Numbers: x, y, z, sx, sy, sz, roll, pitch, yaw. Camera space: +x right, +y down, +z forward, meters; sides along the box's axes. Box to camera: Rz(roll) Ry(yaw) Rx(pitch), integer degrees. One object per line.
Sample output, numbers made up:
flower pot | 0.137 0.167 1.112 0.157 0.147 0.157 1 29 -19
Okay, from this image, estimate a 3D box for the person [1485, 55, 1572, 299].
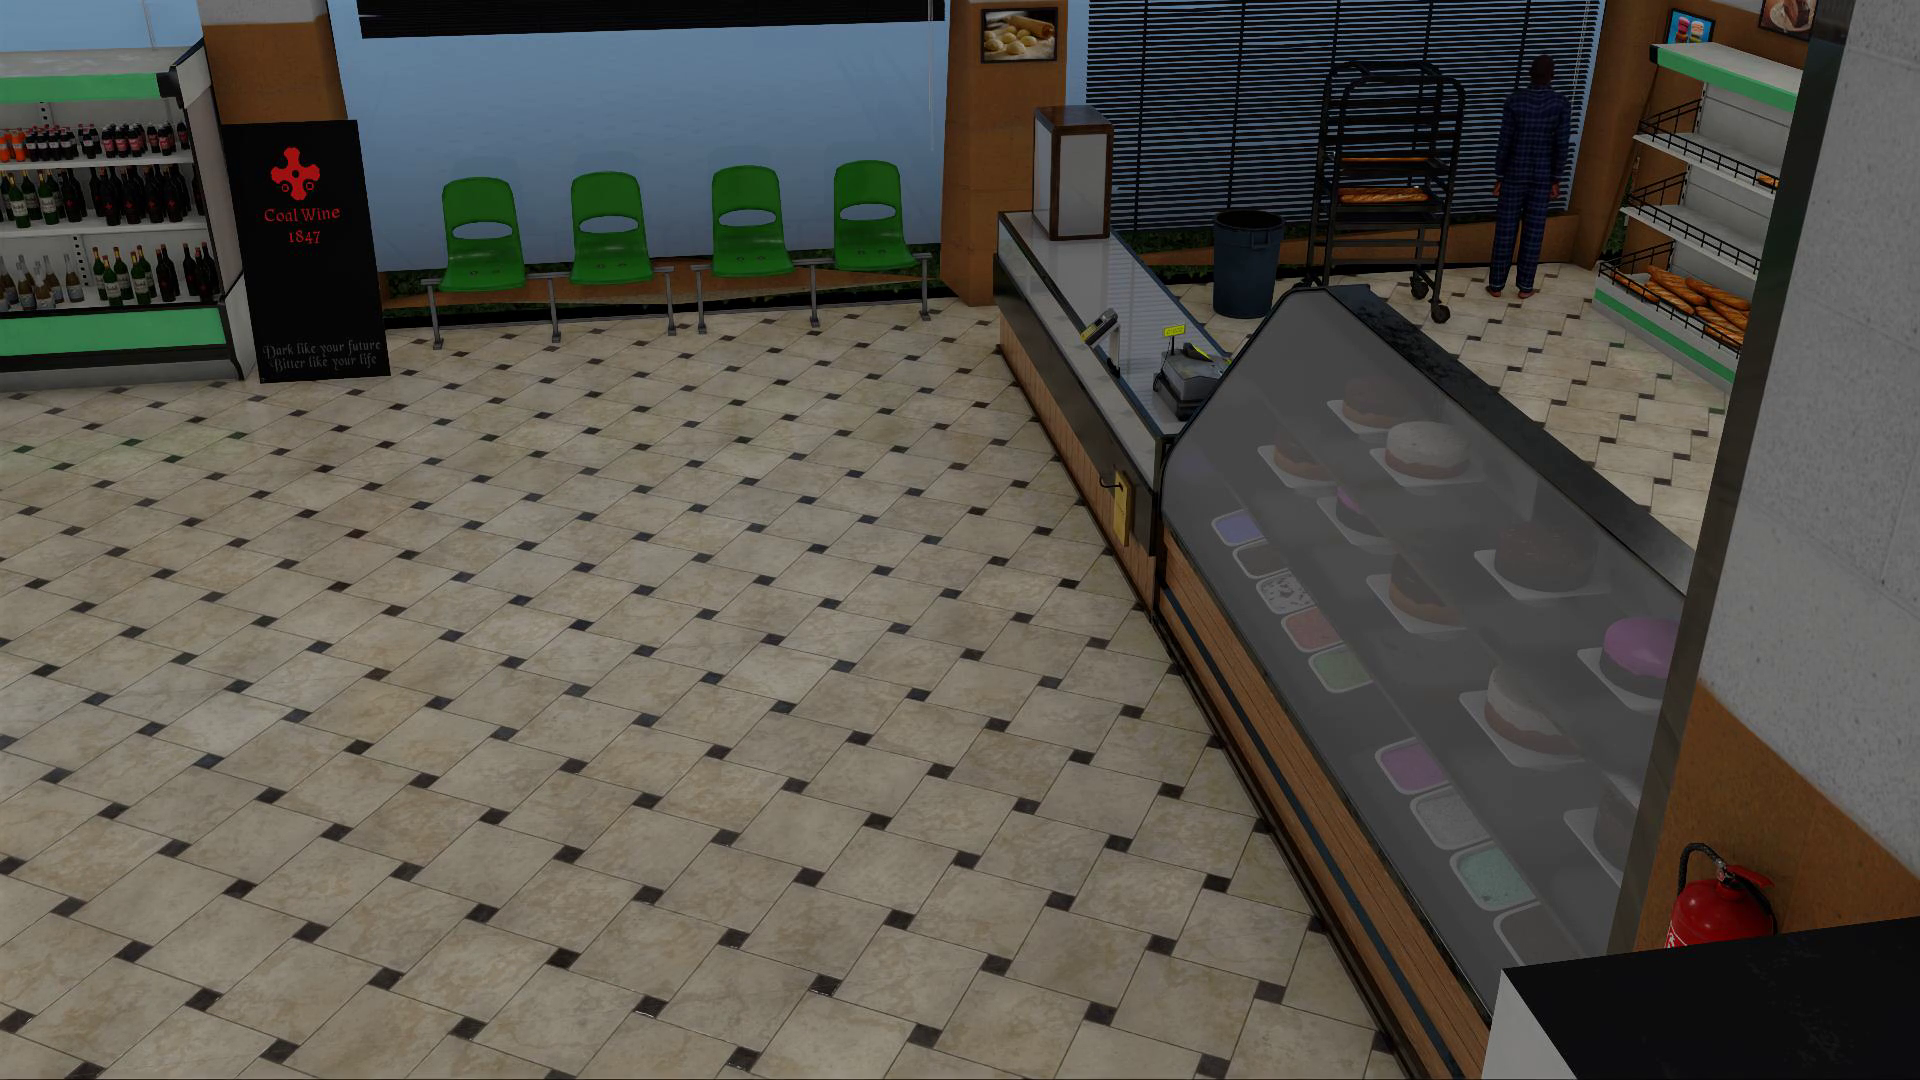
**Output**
person | 4.258 -2.725 12.502 0.708 1.824 0.824 8 28 15
